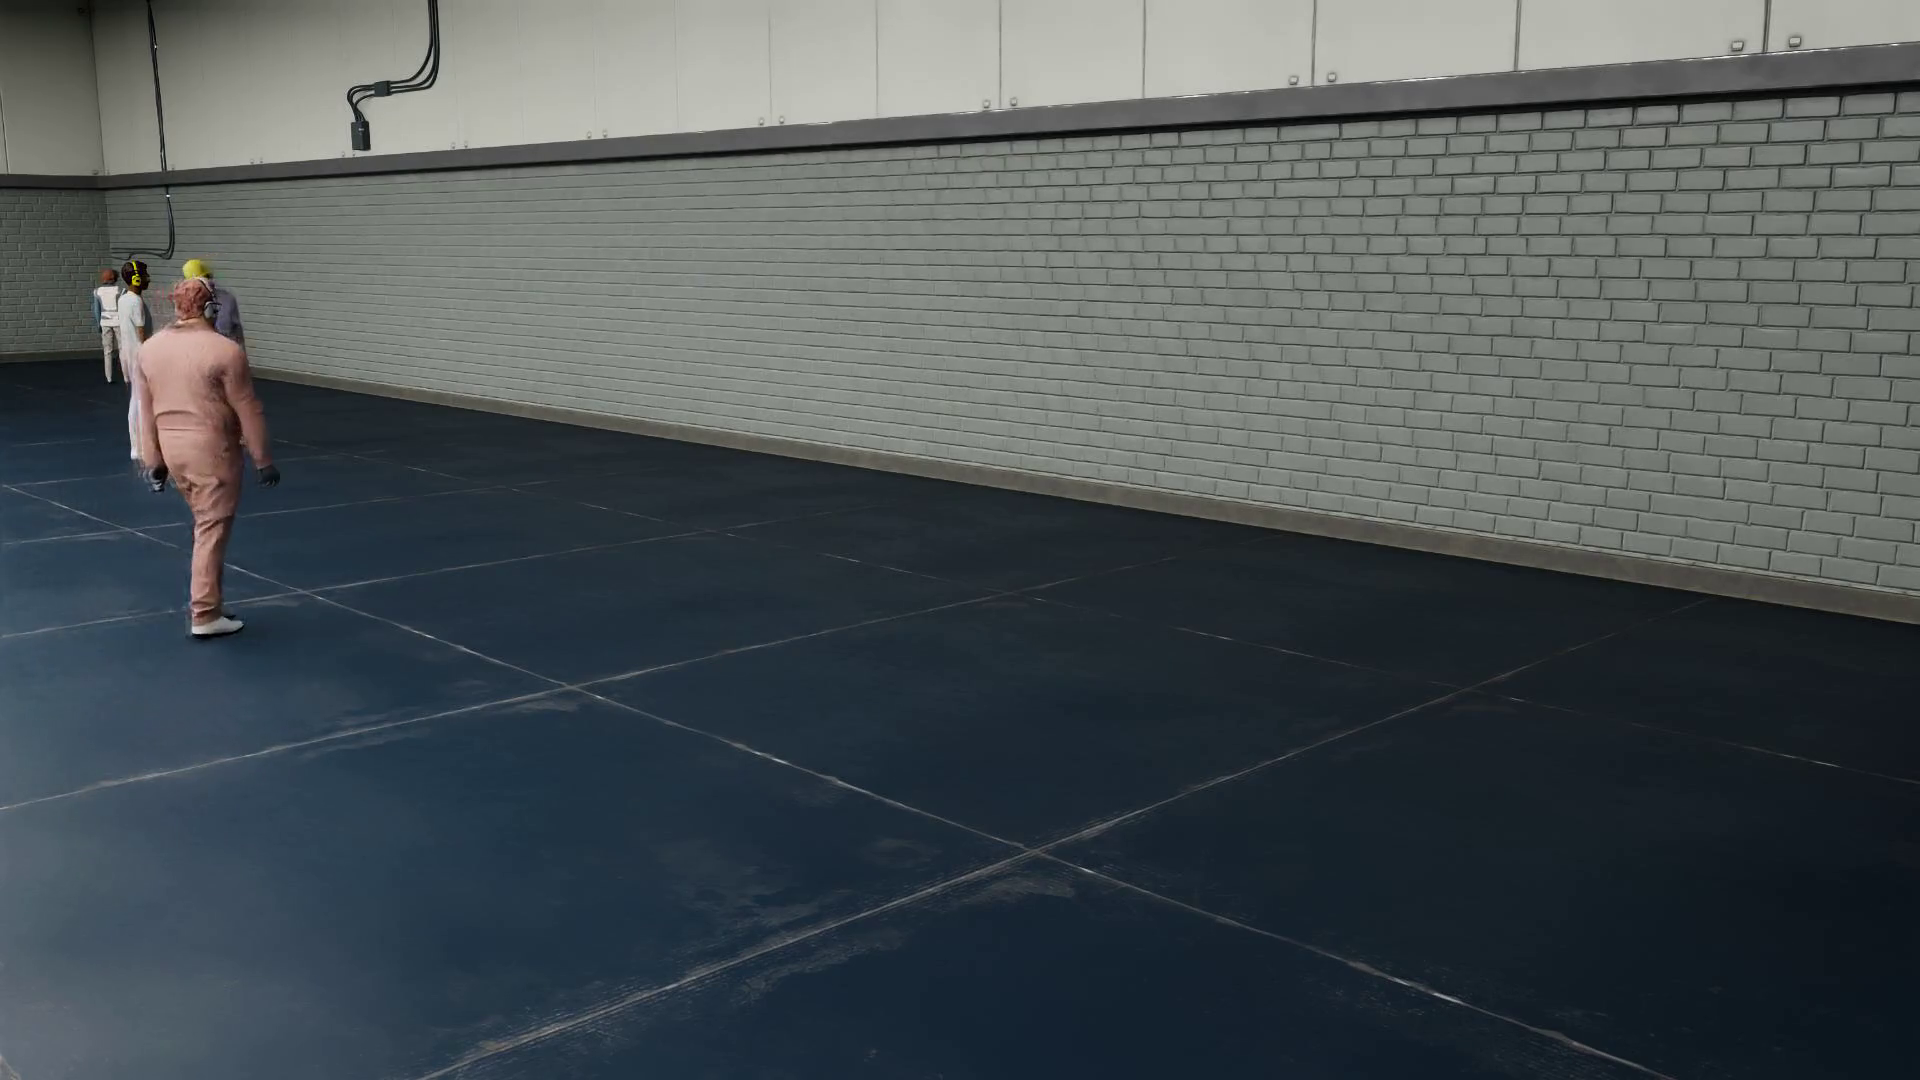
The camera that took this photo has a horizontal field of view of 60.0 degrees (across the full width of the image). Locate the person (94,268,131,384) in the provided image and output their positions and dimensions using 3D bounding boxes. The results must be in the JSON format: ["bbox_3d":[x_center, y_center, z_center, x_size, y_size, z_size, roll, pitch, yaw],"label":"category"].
[{"bbox_3d":[-12.088,-3.055,23.788,0.521,1.637,0.310,0,10,-1],"label":"person"}]

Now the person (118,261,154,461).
[{"bbox_3d":[-7.724,-1.690,15.710,0.511,1.872,0.329,10,14,43],"label":"person"}]

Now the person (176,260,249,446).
[{"bbox_3d":[-7.403,-1.828,16.456,0.593,1.874,0.670,10,14,43],"label":"person"}]

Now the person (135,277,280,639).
[{"bbox_3d":[-3.949,-0.442,8.847,0.662,1.884,0.647,4,11,21],"label":"person"}]
